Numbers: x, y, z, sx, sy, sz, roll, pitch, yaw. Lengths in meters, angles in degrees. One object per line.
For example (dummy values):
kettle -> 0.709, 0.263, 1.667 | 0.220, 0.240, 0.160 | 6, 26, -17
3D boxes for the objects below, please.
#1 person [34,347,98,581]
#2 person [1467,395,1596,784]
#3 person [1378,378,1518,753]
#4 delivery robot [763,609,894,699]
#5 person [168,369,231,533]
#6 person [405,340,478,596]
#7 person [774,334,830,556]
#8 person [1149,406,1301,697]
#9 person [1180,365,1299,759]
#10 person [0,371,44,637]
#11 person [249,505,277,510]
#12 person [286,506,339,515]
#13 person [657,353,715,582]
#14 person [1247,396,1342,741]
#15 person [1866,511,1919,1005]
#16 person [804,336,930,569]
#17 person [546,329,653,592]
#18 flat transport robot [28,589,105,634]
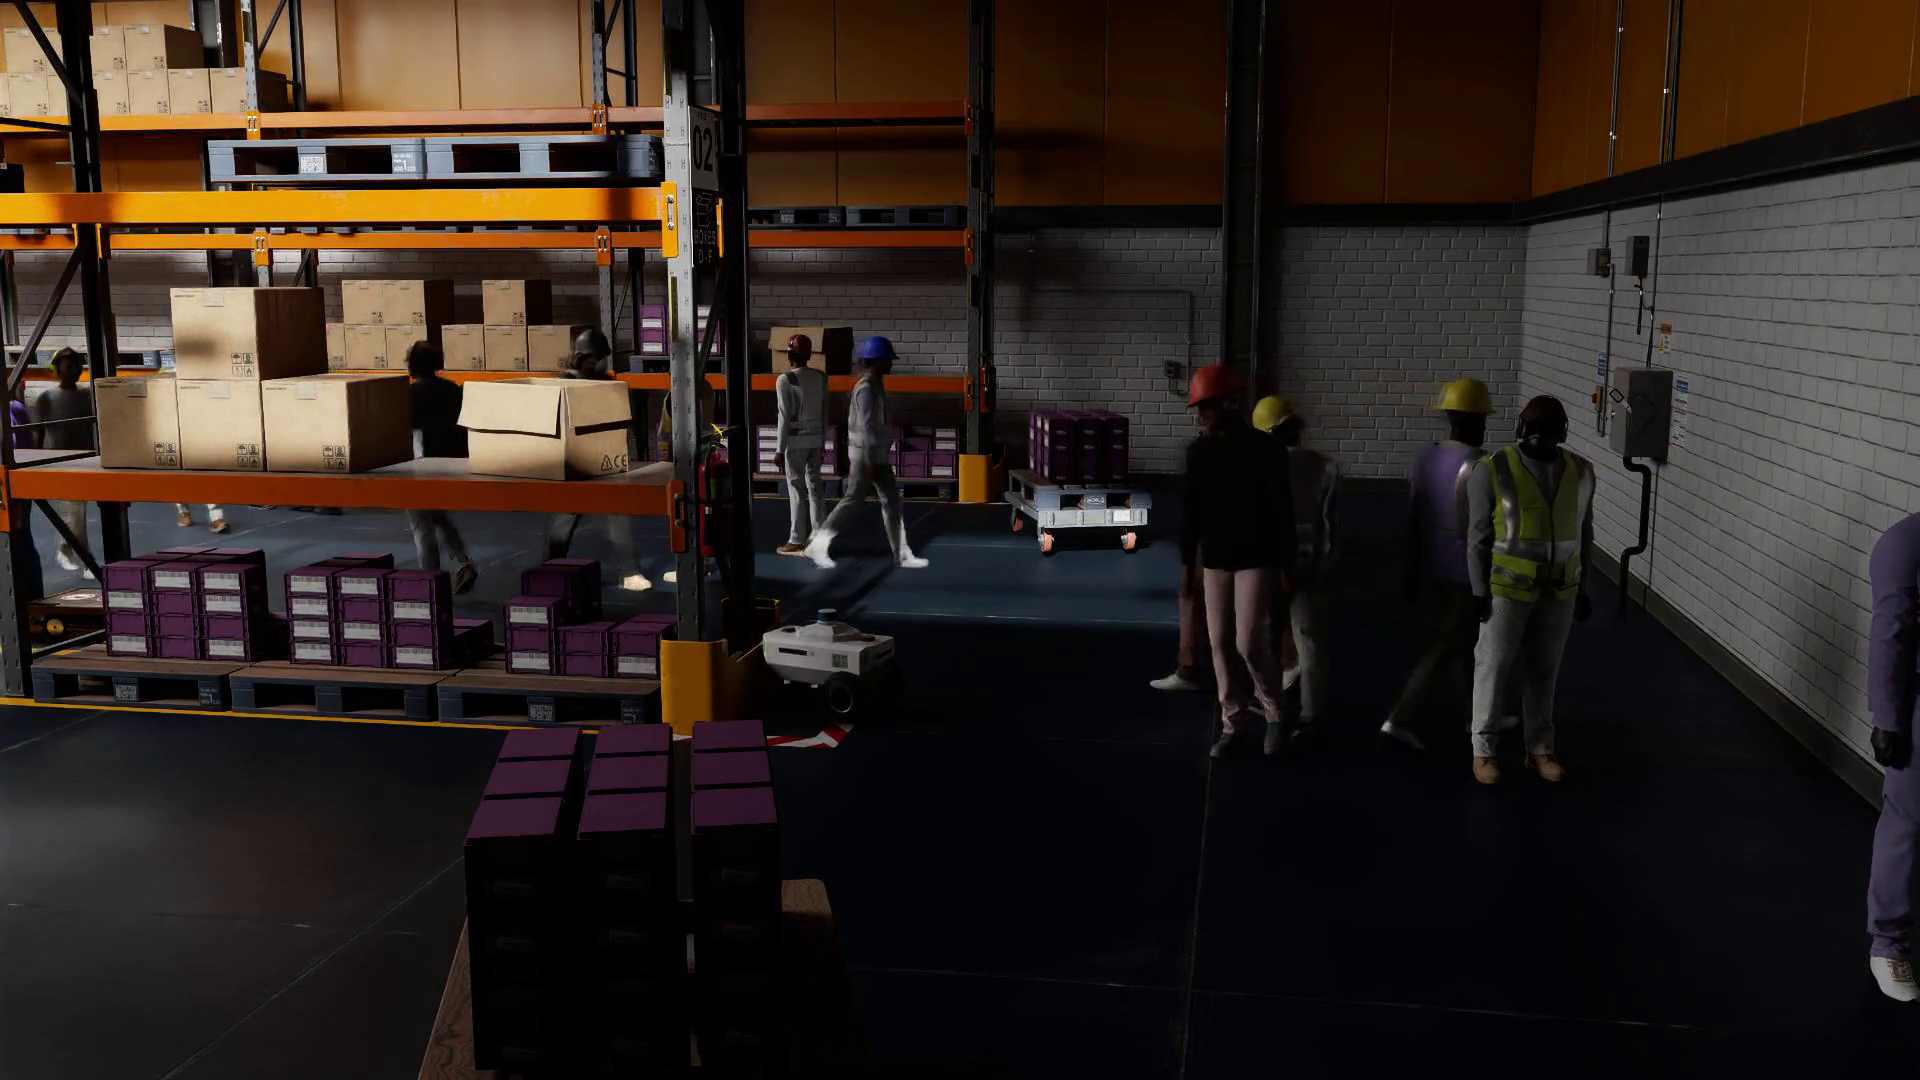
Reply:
person -> -7.037, -0.614, 13.188 | 0.952, 1.836, 0.502 | 6, 11, 35
person -> 2.697, 0.236, 7.853 | 0.624, 1.841, 0.430 | -1, 9, -6
person -> 2.495, 0.122, 8.412 | 0.967, 1.888, 0.599 | -4, 10, -21
delivery robot -> -0.725, 0.621, 9.138 | 0.707, 0.478, 0.477 | 5, 10, 28
person -> -7.139, -0.988, 15.511 | 0.606, 1.824, 1.044 | -8, 12, -41
person -> -3.837, -0.478, 12.033 | 0.457, 1.926, 0.634 | 5, 10, 28
person -> -1.352, -0.808, 14.187 | 0.355, 1.883, 0.575 | 7, 12, 39
person -> 1.546, -0.014, 9.337 | 0.889, 1.862, 0.661 | 5, 11, 31
person -> 1.375, 0.113, 8.272 | 0.653, 1.958, 0.400 | 8, 12, 42
person -> -6.316, -0.279, 11.051 | 0.378, 1.837, 0.563 | -1, 9, -7
person -> -7.133, -1.227, 16.941 | 0.403, 1.833, 0.586 | -1, 9, -3
person -> -6.520, -1.167, 16.428 | 0.758, 1.875, 0.572 | 3, 10, 18
person -> -2.140, -0.598, 13.008 | 0.429, 1.842, 0.633 | 2, 9, 11
person -> 1.705, 0.145, 8.699 | 0.600, 1.779, 0.925 | -1, 9, -6
person -> 3.325, 0.581, 5.495 | 0.643, 1.908, 0.408 | -1, 9, -5
person -> -0.792, -0.696, 13.449 | 0.990, 1.908, 0.624 | 1, 9, 6
person -> -2.819, -0.639, 12.651 | 1.031, 2.000, 0.691 | 7, 12, 38
flat transport robot -> -5.575, 0.483, 11.164 | 1.431, 0.197, 0.652 | 1, 9, 8
